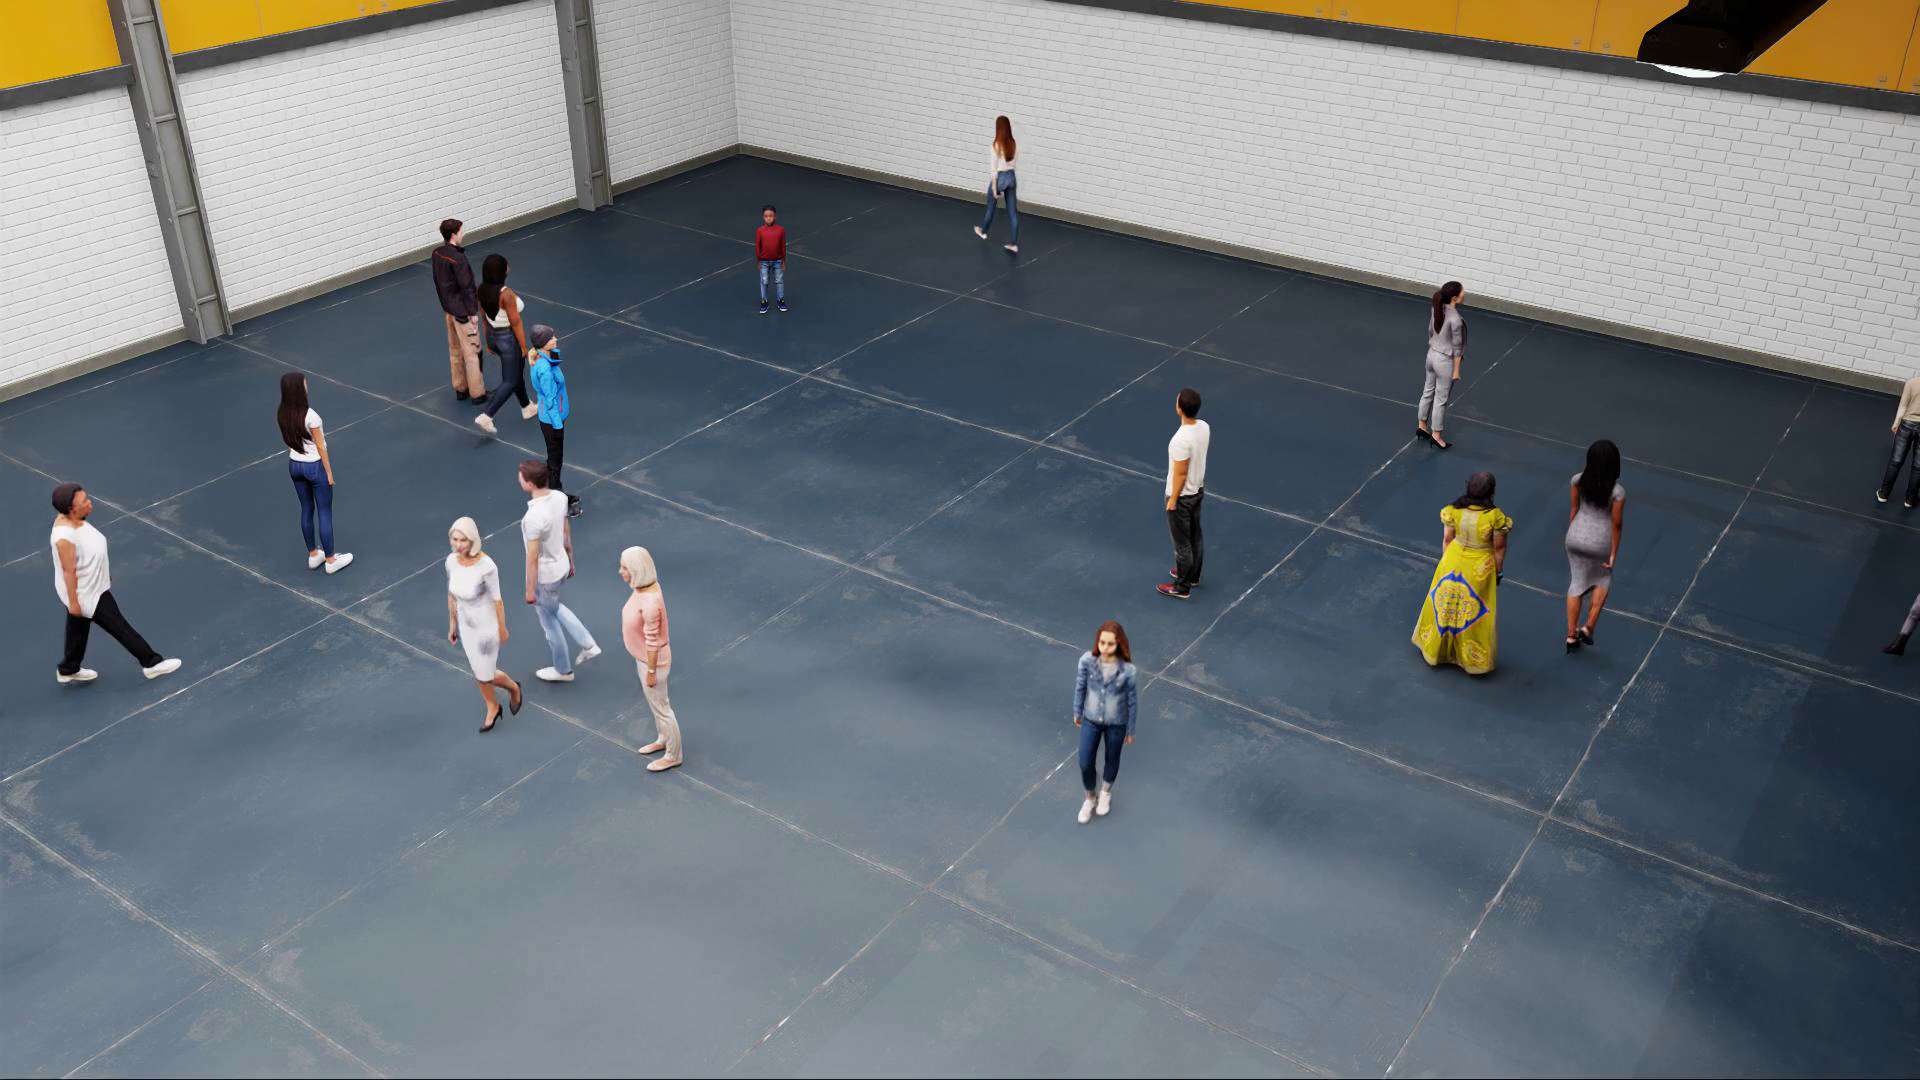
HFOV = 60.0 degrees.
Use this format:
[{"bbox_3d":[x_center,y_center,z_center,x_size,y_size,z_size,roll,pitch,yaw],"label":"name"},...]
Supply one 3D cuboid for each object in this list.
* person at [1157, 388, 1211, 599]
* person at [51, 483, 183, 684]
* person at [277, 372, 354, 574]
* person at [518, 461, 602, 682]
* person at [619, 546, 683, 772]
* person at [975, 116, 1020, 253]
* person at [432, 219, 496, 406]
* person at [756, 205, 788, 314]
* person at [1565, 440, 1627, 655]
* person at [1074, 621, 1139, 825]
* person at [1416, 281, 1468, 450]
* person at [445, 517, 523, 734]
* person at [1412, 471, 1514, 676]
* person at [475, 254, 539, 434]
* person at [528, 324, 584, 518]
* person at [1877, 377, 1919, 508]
[{"bbox_3d":[1.841,-0.390,13.504,0.692,1.801,0.471,17,33,28],"label":"person"},{"bbox_3d":[-6.508,0.375,12.267,1.207,1.643,1.029,-12,31,-20],"label":"person"},{"bbox_3d":[-5.426,-0.565,13.853,0.609,1.774,0.551,13,31,22],"label":"person"},{"bbox_3d":[-2.940,0.263,12.266,0.862,1.840,0.797,6,29,10],"label":"person"},{"bbox_3d":[-2.114,0.791,11.421,0.700,1.724,0.670,-9,30,-16],"label":"person"},{"bbox_3d":[0.607,-4.497,21.149,1.083,1.691,0.963,-14,32,-24],"label":"person"},{"bbox_3d":[-5.089,-2.328,16.932,0.709,1.921,0.614,22,35,34],"label":"person"},{"bbox_3d":[-2.203,-3.291,19.392,0.585,1.256,0.644,-5,29,-8],"label":"person"},{"bbox_3d":[4.748,0.097,12.651,0.600,1.764,0.613,23,36,35],"label":"person"},{"bbox_3d":[0.980,1.151,11.026,0.674,1.469,0.702,8,30,14],"label":"person"},{"bbox_3d":[4.641,-1.699,16.031,0.766,1.679,0.728,-10,30,-18],"label":"person"},{"bbox_3d":[-3.359,0.570,11.812,0.614,1.736,0.680,14,32,24],"label":"person"},{"bbox_3d":[3.827,0.235,12.506,0.841,1.660,0.754,17,33,29],"label":"person"},{"bbox_3d":[-4.511,-1.886,16.272,0.654,1.777,1.141,20,34,32],"label":"person"},{"bbox_3d":[-3.617,-1.064,14.745,0.733,1.797,0.689,-7,29,-12],"label":"person"},{"bbox_3d":[8.614,-1.000,14.974,0.551,1.465,0.501,18,33,29],"label":"person"}]
